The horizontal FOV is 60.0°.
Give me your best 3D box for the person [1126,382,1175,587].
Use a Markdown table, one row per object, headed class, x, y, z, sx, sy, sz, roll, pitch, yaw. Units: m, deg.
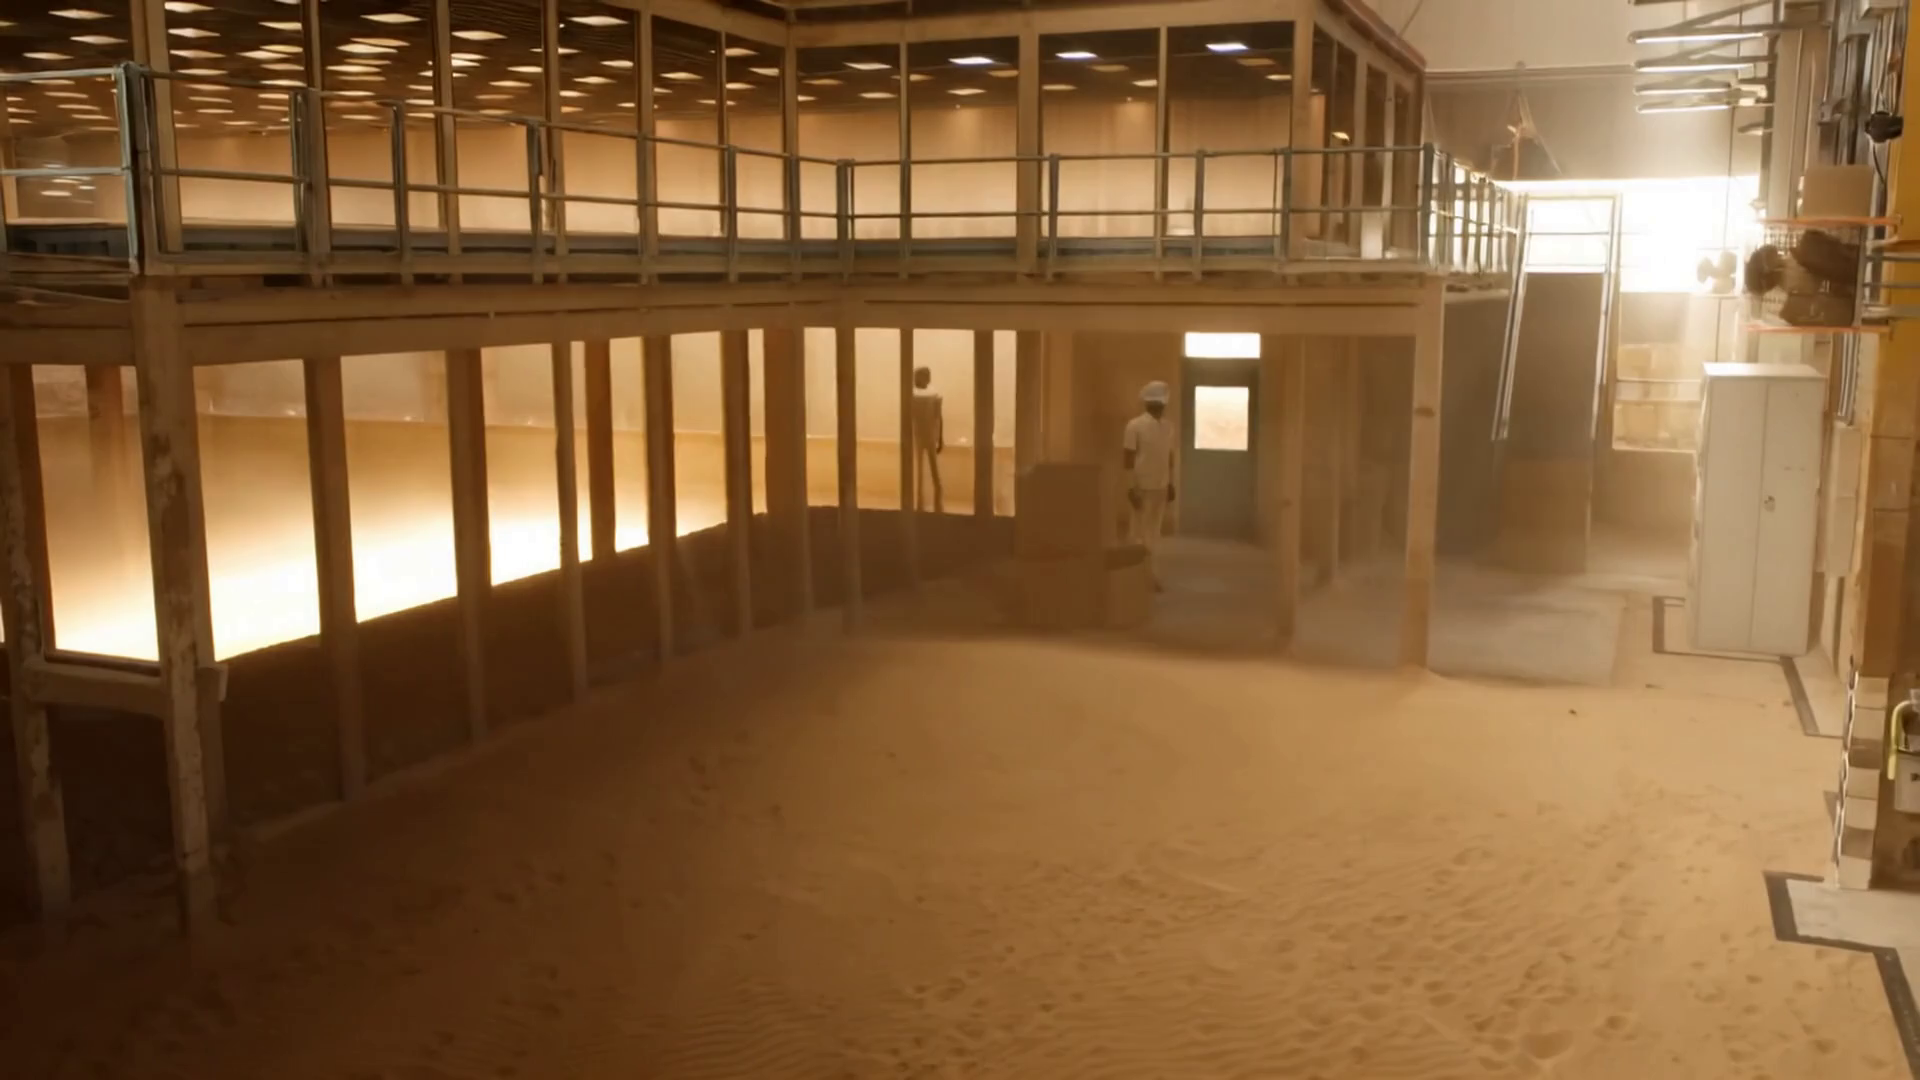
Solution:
| class | x | y | z | sx | sy | sz | roll | pitch | yaw |
| --- | --- | --- | --- | --- | --- | --- | --- | --- | --- |
| person | 1.869 | -0.543 | 16.173 | 0.613 | 1.984 | 0.402 | -7 | 12 | -38 |
